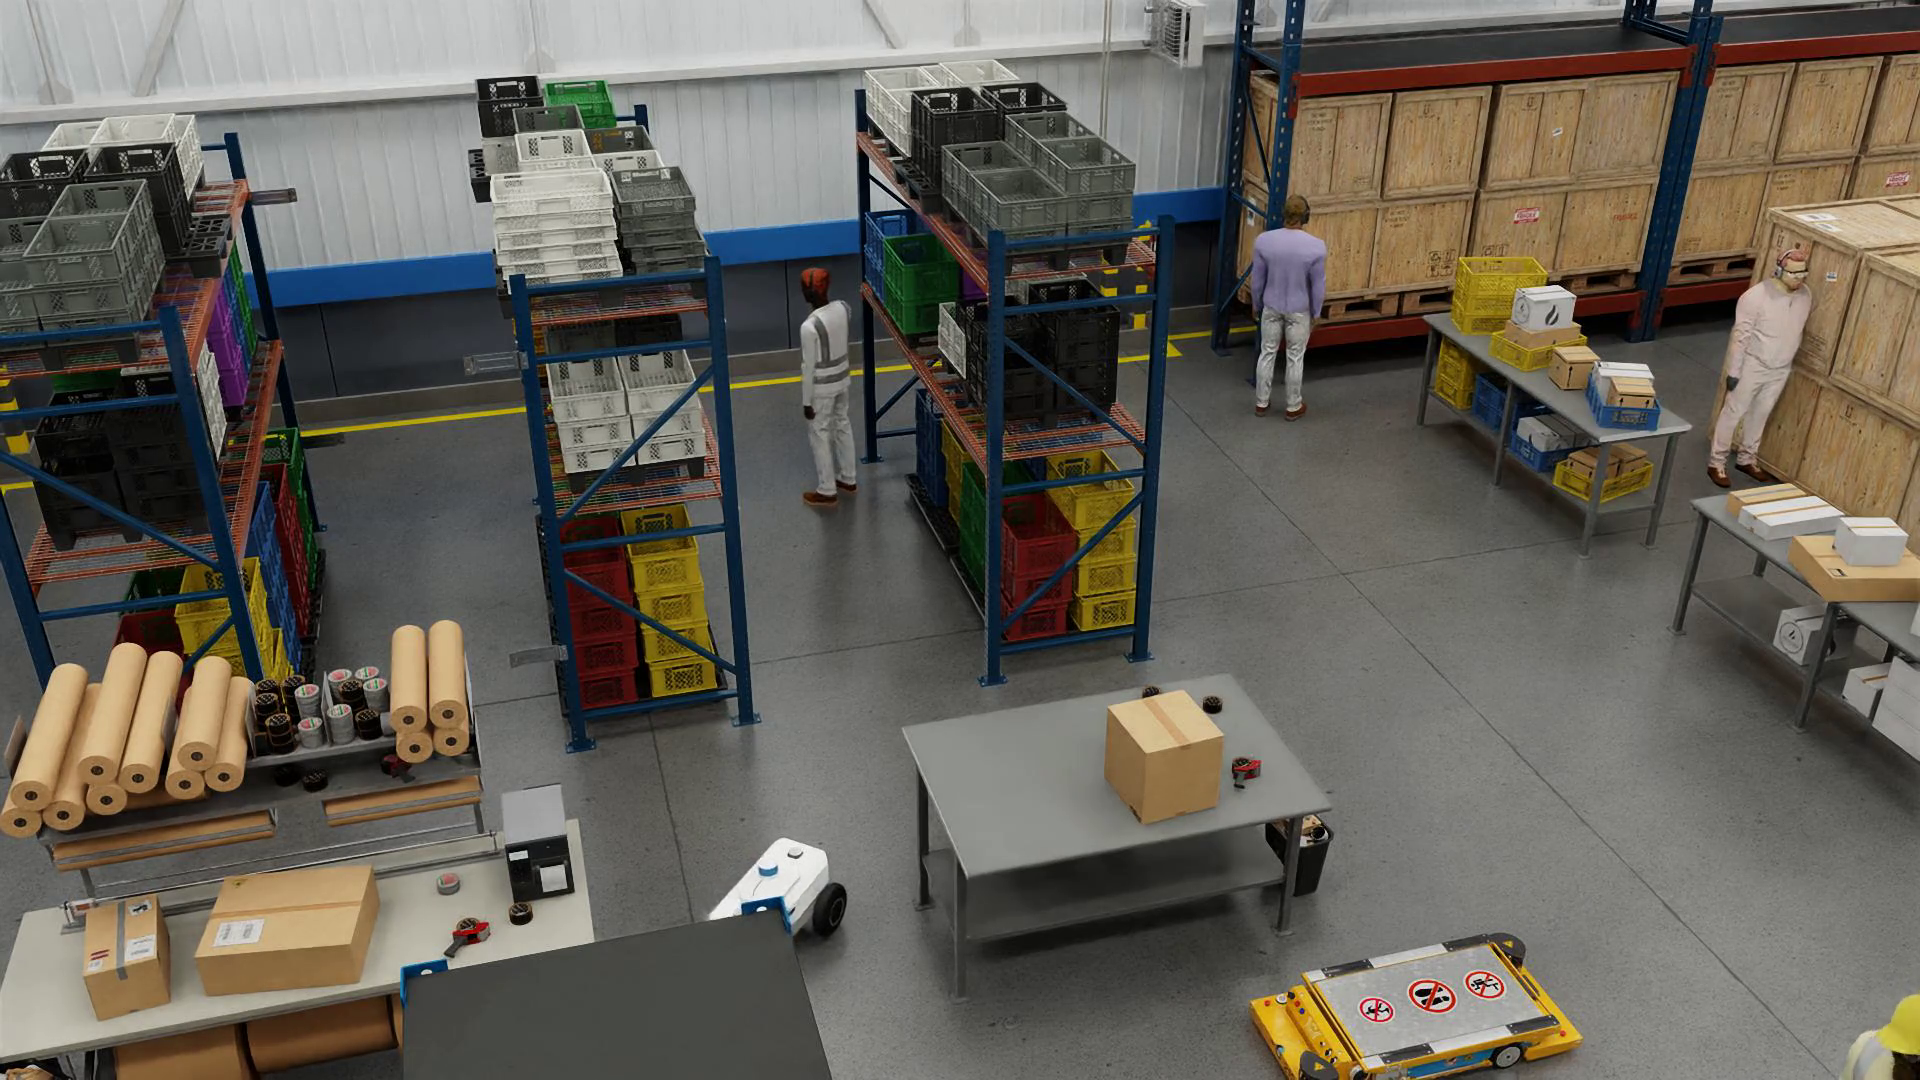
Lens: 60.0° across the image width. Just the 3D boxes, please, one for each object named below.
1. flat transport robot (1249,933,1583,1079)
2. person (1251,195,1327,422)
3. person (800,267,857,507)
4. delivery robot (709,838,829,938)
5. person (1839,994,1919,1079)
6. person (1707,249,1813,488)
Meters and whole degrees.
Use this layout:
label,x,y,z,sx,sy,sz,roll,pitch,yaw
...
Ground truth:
label,x,y,z,sx,sy,sz,roll,pitch,yaw
flat transport robot,2.184,2.282,7.980,1.431,0.197,0.652,-8,30,-14
person,2.734,-1.933,13.938,0.627,1.935,0.371,13,32,23
person,-1.010,-1.163,12.600,0.346,1.875,0.574,18,33,29
delivery robot,-0.963,1.823,8.430,0.477,0.478,0.707,13,31,22
person,3.450,2.404,6.173,0.499,1.821,0.610,-18,34,-29
person,6.233,-1.330,12.868,0.643,1.909,0.399,-7,30,-13
